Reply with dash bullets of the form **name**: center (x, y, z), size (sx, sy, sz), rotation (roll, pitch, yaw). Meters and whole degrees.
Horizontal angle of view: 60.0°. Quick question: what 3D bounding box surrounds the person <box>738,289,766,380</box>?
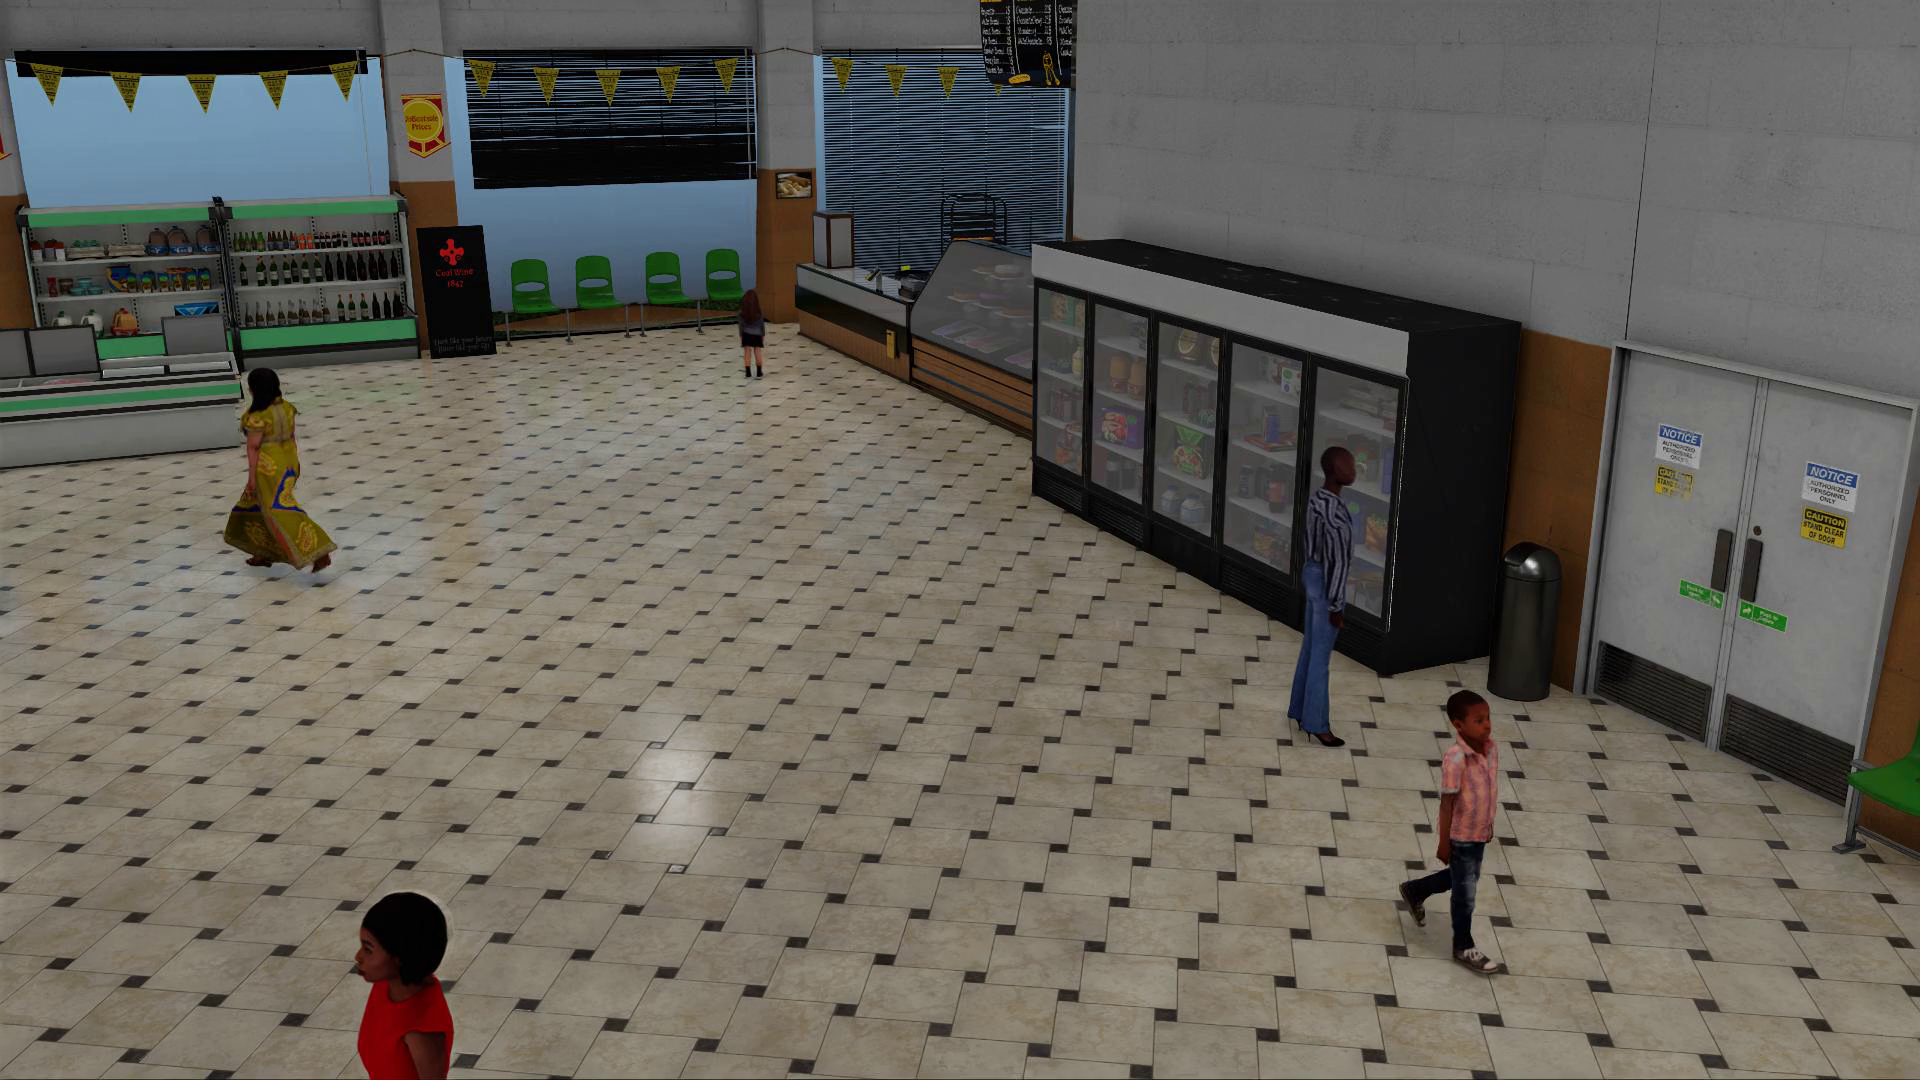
- **person**: center (-2.566, -2.548, 20.507), size (0.460, 1.106, 0.579), rotation (-2, 17, -8)

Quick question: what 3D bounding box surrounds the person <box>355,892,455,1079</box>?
- **person**: center (-1.583, 1.844, 4.946), size (0.561, 1.743, 0.615), rotation (-12, 21, -35)

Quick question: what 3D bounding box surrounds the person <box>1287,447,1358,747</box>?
- **person**: center (2.158, 0.323, 9.868), size (0.671, 1.794, 0.688), rotation (0, 17, -1)

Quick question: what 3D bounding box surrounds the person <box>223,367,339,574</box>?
- **person**: center (-5.232, -0.496, 12.861), size (1.401, 1.621, 1.276), rotation (4, 17, 14)

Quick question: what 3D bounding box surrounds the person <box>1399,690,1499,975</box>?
- **person**: center (2.248, 1.286, 7.554), size (0.799, 1.295, 0.696), rotation (-13, 21, -37)
